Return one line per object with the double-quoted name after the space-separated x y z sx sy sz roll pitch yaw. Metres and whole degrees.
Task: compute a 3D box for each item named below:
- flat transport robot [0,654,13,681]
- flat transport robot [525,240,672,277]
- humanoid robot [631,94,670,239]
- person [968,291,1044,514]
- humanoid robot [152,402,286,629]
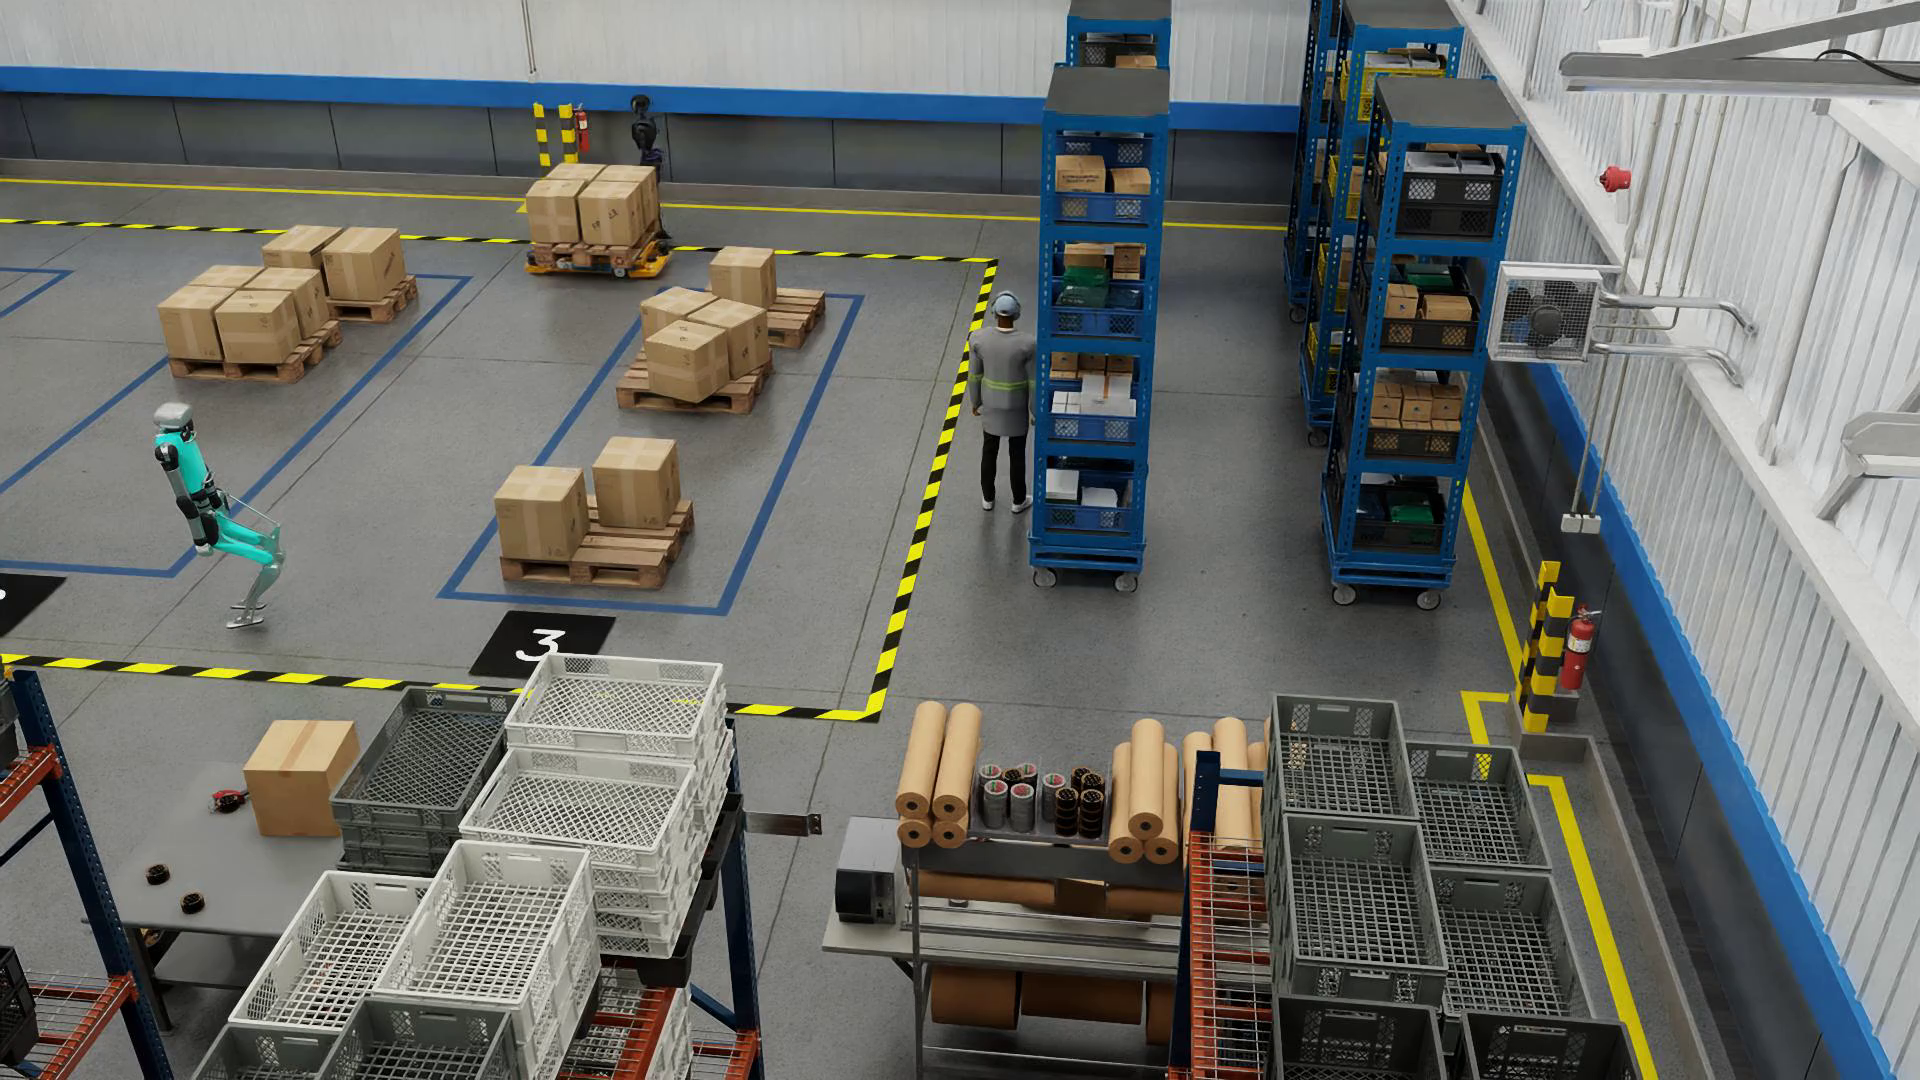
-7.142 0.969 11.010 1.431 0.231 0.659 3 30 6 "flat transport robot"
-3.890 -3.062 17.904 1.431 0.197 0.652 3 30 6 "flat transport robot"
-3.430 -4.086 18.289 0.363 1.645 0.600 -2 30 -3 "humanoid robot"
0.360 -1.069 12.936 0.594 1.852 0.367 8 31 13 "person"
-4.974 -0.177 11.385 0.735 1.677 0.533 -5 31 -8 "humanoid robot"
